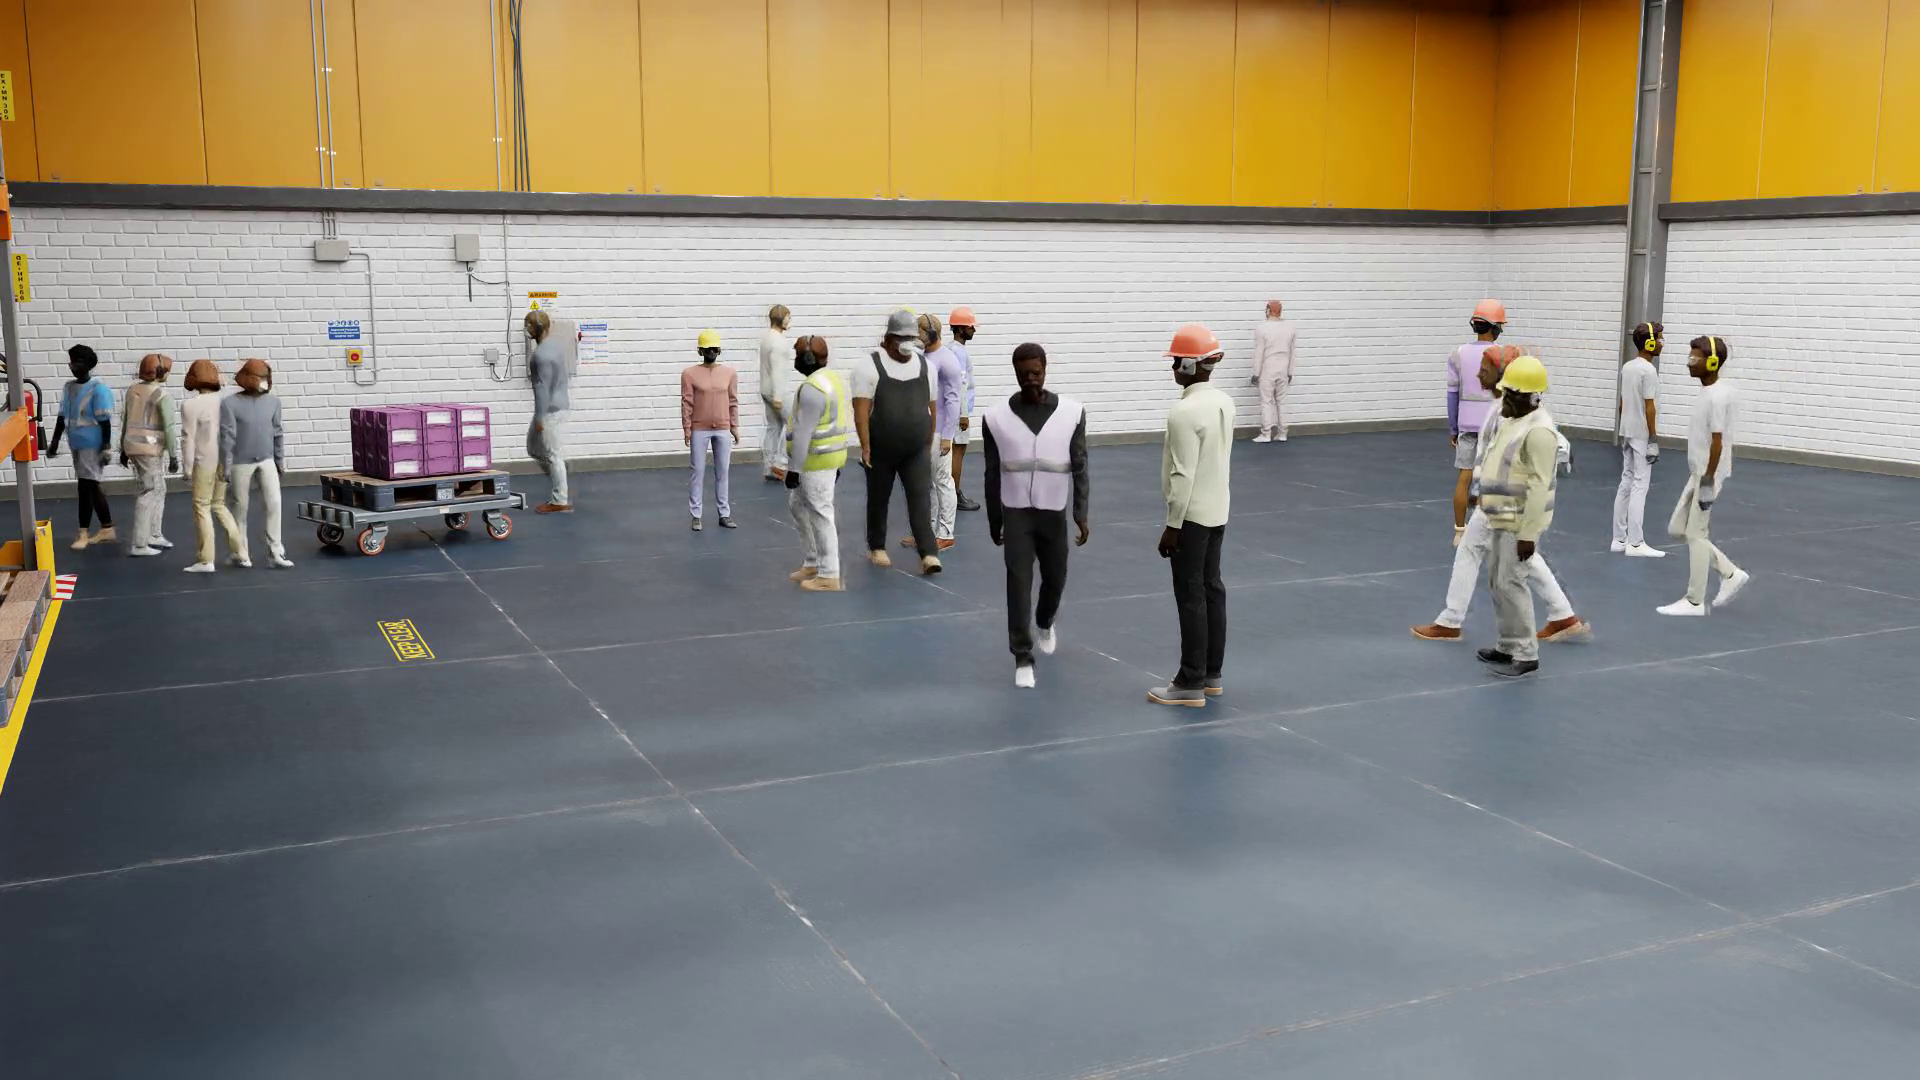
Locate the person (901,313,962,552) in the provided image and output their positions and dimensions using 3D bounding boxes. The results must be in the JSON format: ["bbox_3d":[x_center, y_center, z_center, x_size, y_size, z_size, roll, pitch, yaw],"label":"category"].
[{"bbox_3d":[-0.229,-0.868,13.503,0.371,1.933,0.627,-6,11,-32],"label":"person"}]

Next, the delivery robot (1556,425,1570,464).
[{"bbox_3d":[6.594,-1.039,18.536,0.477,0.478,0.707,3,9,16],"label":"delivery robot"}]

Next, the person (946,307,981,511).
[{"bbox_3d":[0.016,-1.251,15.863,0.363,1.935,0.553,-2,9,-10],"label":"person"}]

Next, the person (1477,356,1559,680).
[{"bbox_3d":[3.087,-0.120,9.291,0.404,1.786,0.719,1,9,6],"label":"person"}]

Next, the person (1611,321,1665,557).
[{"bbox_3d":[5.449,-0.804,13.301,0.329,1.873,0.514,-1,9,-4],"label":"person"}]

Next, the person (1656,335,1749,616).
[{"bbox_3d":[4.899,-0.409,10.890,0.473,1.857,0.549,2,9,14],"label":"person"}]

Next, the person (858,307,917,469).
[{"bbox_3d":[-0.710,-1.674,18.664,0.951,1.890,0.587,-6,11,-32],"label":"person"}]

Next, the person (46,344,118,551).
[{"bbox_3d":[-7.186,-0.765,13.631,0.618,1.678,0.493,6,11,31],"label":"person"}]

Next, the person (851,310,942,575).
[{"bbox_3d":[-0.472,-0.766,12.540,0.695,2.000,1.006,-3,10,-17],"label":"person"}]

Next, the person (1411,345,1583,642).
[{"bbox_3d":[3.333,-0.268,10.105,0.984,1.840,0.587,3,10,21],"label":"person"}]

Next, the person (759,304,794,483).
[{"bbox_3d":[-1.907,-1.548,17.763,0.484,1.925,0.637,-4,10,-22],"label":"person"}]

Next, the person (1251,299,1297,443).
[{"bbox_3d":[4.143,-2.239,22.094,0.651,1.906,0.403,-5,10,-27],"label":"person"}]

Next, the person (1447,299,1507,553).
[{"bbox_3d":[4.237,-0.917,13.467,0.607,2.044,0.372,9,13,44],"label":"person"}]

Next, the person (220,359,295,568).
[{"bbox_3d":[-5.345,-0.566,12.641,0.740,1.597,0.549,9,13,43],"label":"person"}]

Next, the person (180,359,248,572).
[{"bbox_3d":[-5.674,-0.553,12.572,0.335,1.619,0.511,3,10,17],"label":"person"}]

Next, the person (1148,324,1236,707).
[{"bbox_3d":[1.225,-0.128,8.720,0.376,1.995,0.608,6,11,31],"label":"person"}]

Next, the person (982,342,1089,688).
[{"bbox_3d":[0.415,-0.173,9.347,0.592,1.889,0.850,0,9,-2],"label":"person"}]

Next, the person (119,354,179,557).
[{"bbox_3d":[-6.465,-0.680,13.311,0.528,1.605,0.592,5,11,30],"label":"person"}]

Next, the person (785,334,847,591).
[{"bbox_3d":[-1.089,-0.538,11.811,0.567,1.826,0.629,1,9,6],"label":"person"}]

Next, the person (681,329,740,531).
[{"bbox_3d":[-2.188,-0.966,14.631,0.525,1.769,0.314,-5,10,-26],"label":"person"}]

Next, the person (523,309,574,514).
[{"bbox_3d":[-3.864,-1.184,15.492,0.446,1.921,0.654,-1,9,-5],"label":"person"}]
